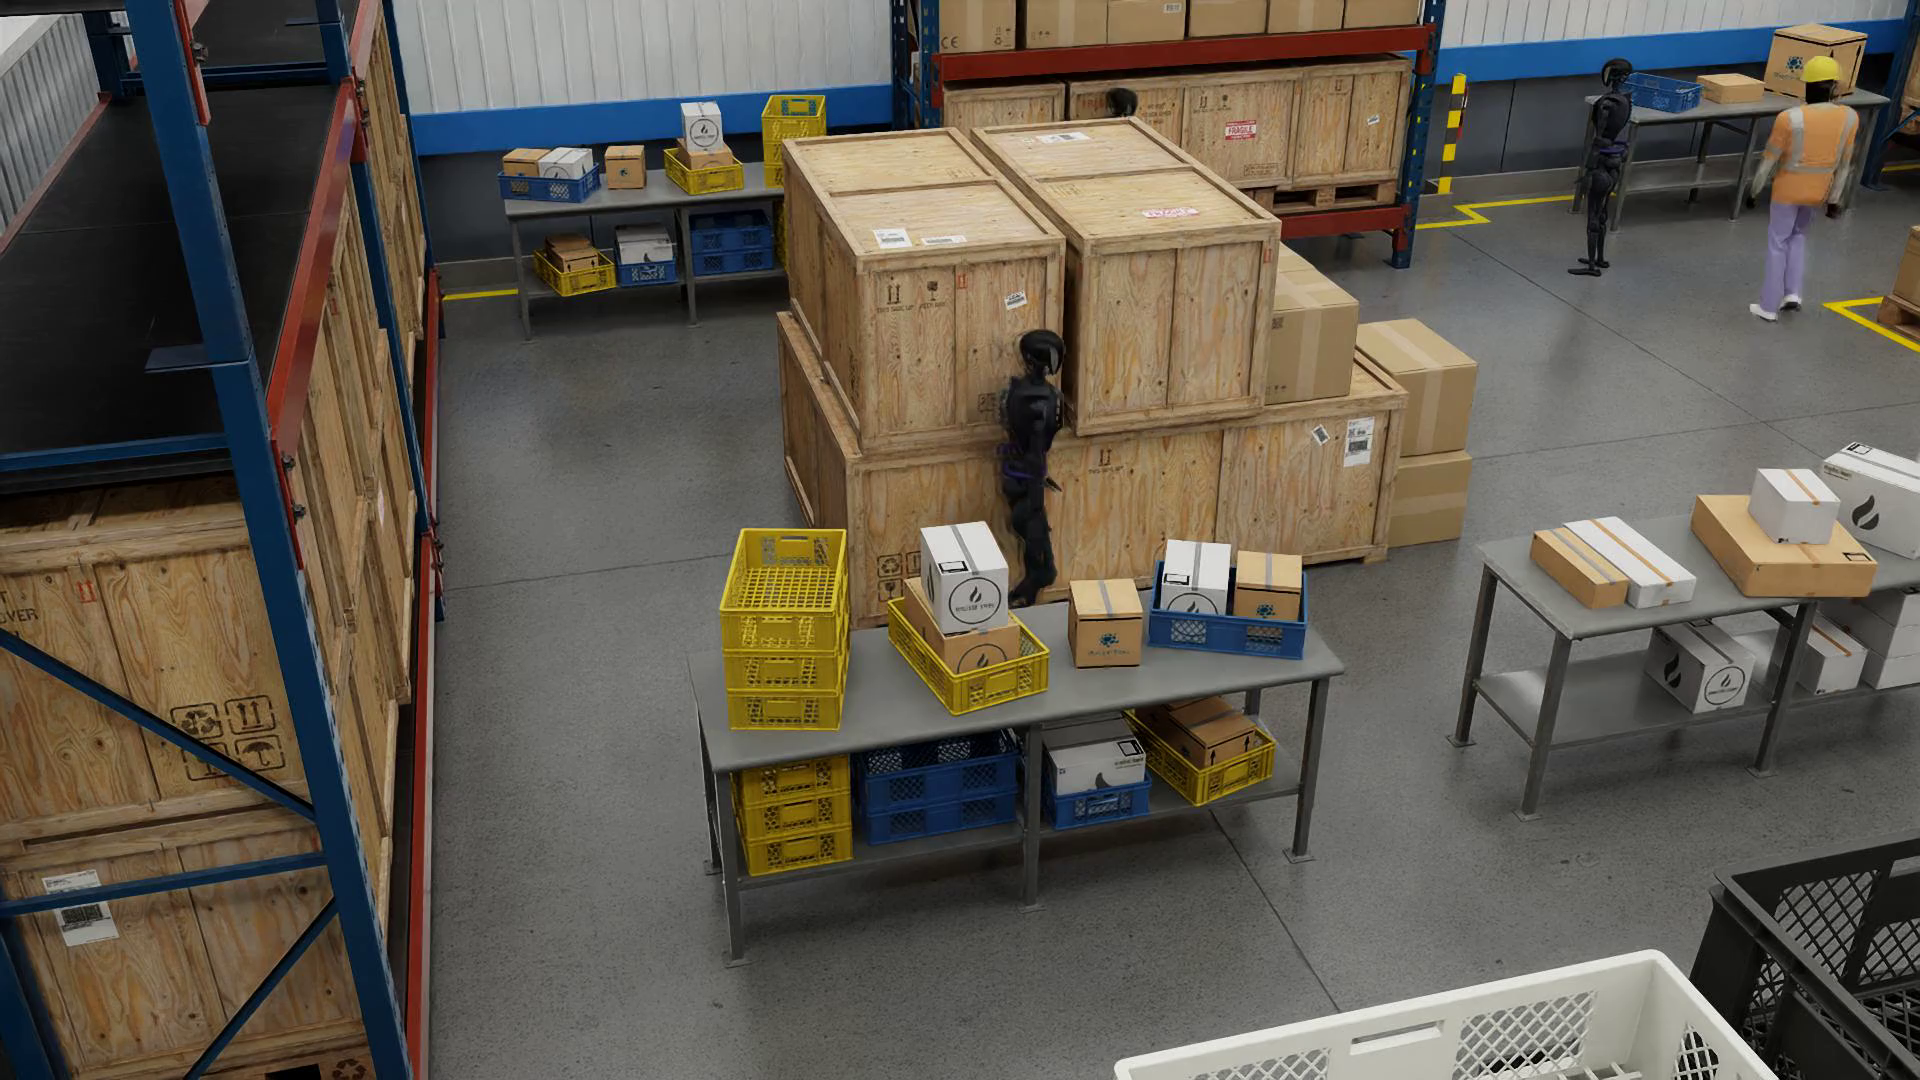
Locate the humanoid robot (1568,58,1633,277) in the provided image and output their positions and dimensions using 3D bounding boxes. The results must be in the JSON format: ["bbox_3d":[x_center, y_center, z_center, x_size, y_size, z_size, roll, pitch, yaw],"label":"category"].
[{"bbox_3d":[4.995,-2.896,12.906,0.324,1.650,0.567,18,33,29],"label":"humanoid robot"}]

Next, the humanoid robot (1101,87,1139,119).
[{"bbox_3d":[1.033,-2.536,12.266,0.485,1.632,0.620,-3,29,-5],"label":"humanoid robot"}]

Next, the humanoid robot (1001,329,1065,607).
[{"bbox_3d":[0.333,-0.243,8.099,0.411,1.653,0.612,0,29,0],"label":"humanoid robot"}]

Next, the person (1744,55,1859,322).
[{"bbox_3d":[6.022,-2.514,11.983,0.595,1.904,0.438,-2,29,-4],"label":"person"}]
